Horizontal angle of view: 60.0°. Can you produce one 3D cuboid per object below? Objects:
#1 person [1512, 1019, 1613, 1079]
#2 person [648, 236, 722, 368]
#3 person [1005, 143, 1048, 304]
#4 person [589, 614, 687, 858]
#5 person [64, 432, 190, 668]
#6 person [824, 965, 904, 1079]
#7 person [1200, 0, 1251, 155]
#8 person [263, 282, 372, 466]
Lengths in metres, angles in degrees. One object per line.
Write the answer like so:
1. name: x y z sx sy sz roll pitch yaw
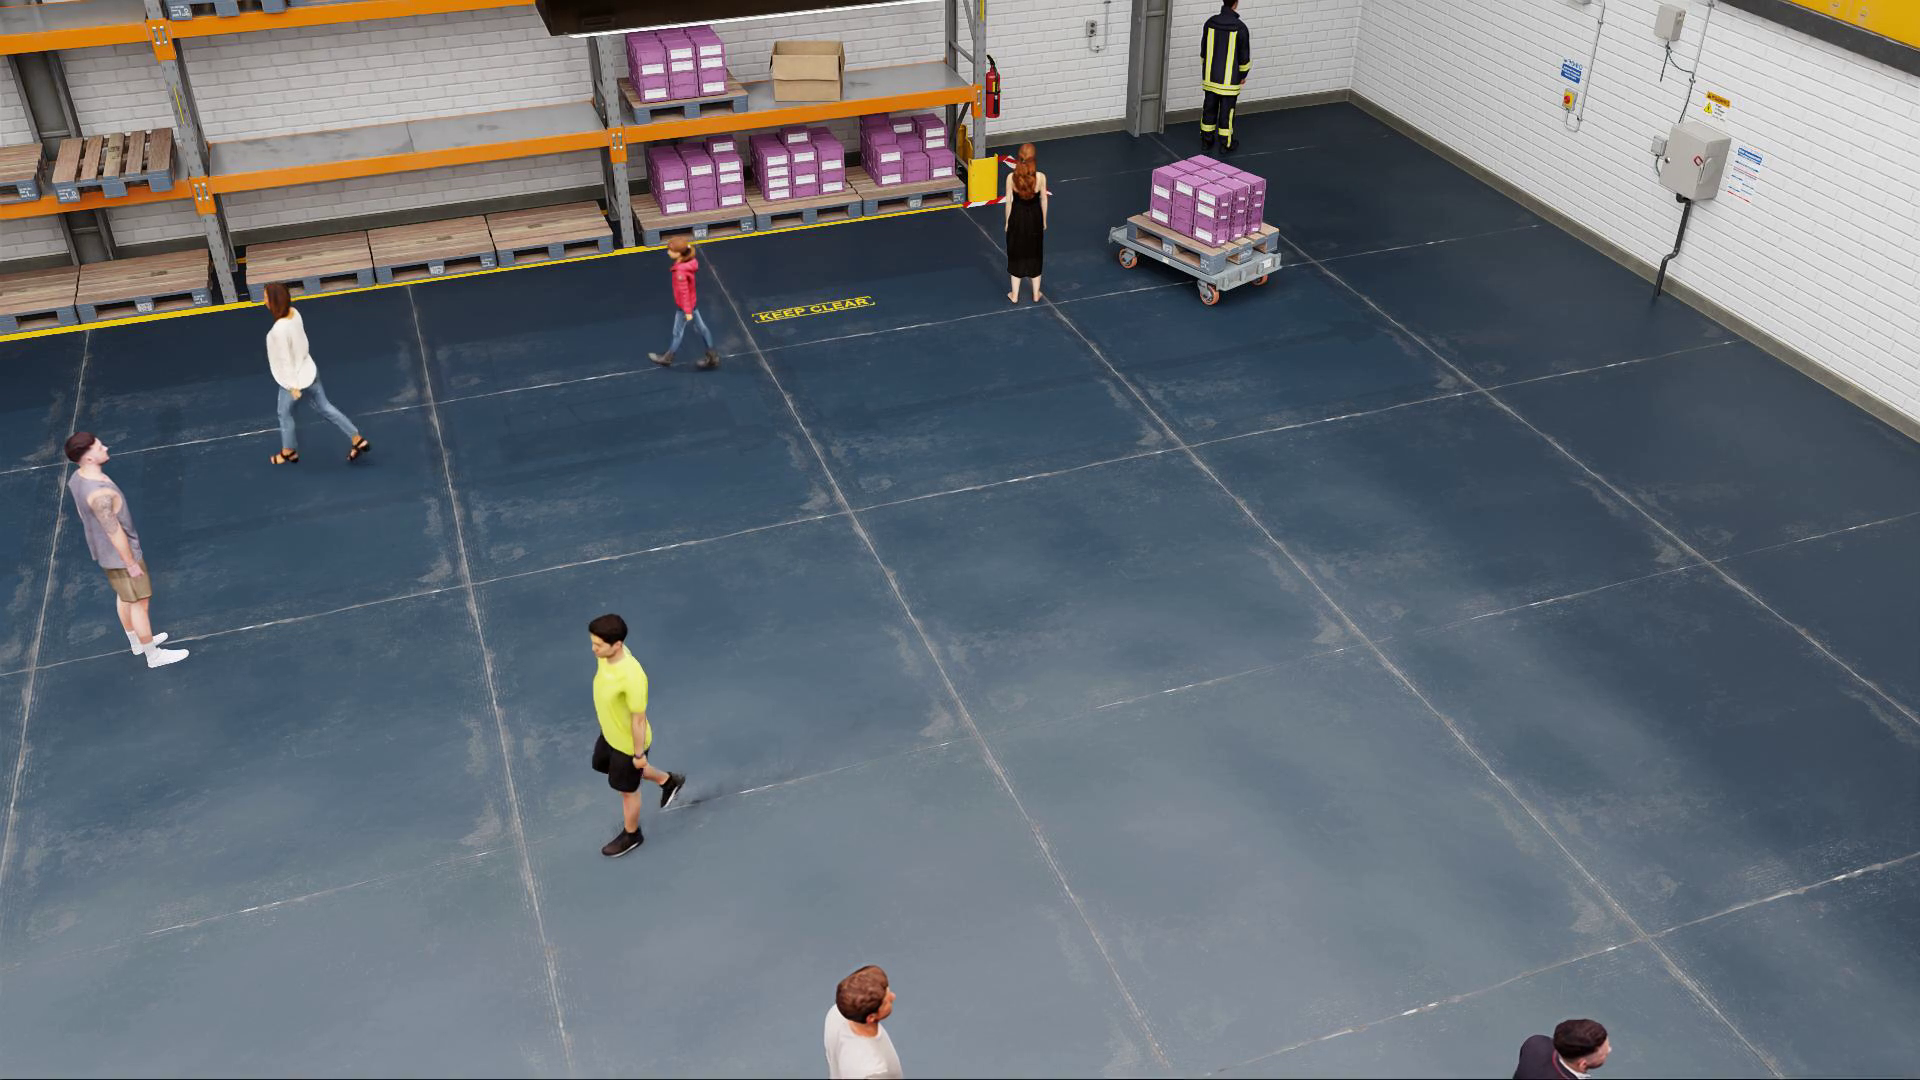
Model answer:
1. person: 2.543 2.727 7.293 0.632 1.844 0.712 -4 34 -6
2. person: -2.408 -2.125 15.097 0.964 1.285 0.764 2 34 3
3. person: 0.641 -3.091 16.243 0.589 1.625 0.688 -2 34 -3
4. person: -1.941 1.097 9.877 0.940 1.698 0.771 -21 39 -29
5. person: -5.752 0.066 11.358 0.717 1.846 0.728 28 43 35
6. person: -0.409 2.601 7.427 0.596 1.904 0.685 -15 36 -21
7. person: 3.115 -5.558 19.681 0.889 1.928 0.910 20 38 27
8. person: -5.303 -1.319 13.563 1.164 1.642 0.889 1 34 1
